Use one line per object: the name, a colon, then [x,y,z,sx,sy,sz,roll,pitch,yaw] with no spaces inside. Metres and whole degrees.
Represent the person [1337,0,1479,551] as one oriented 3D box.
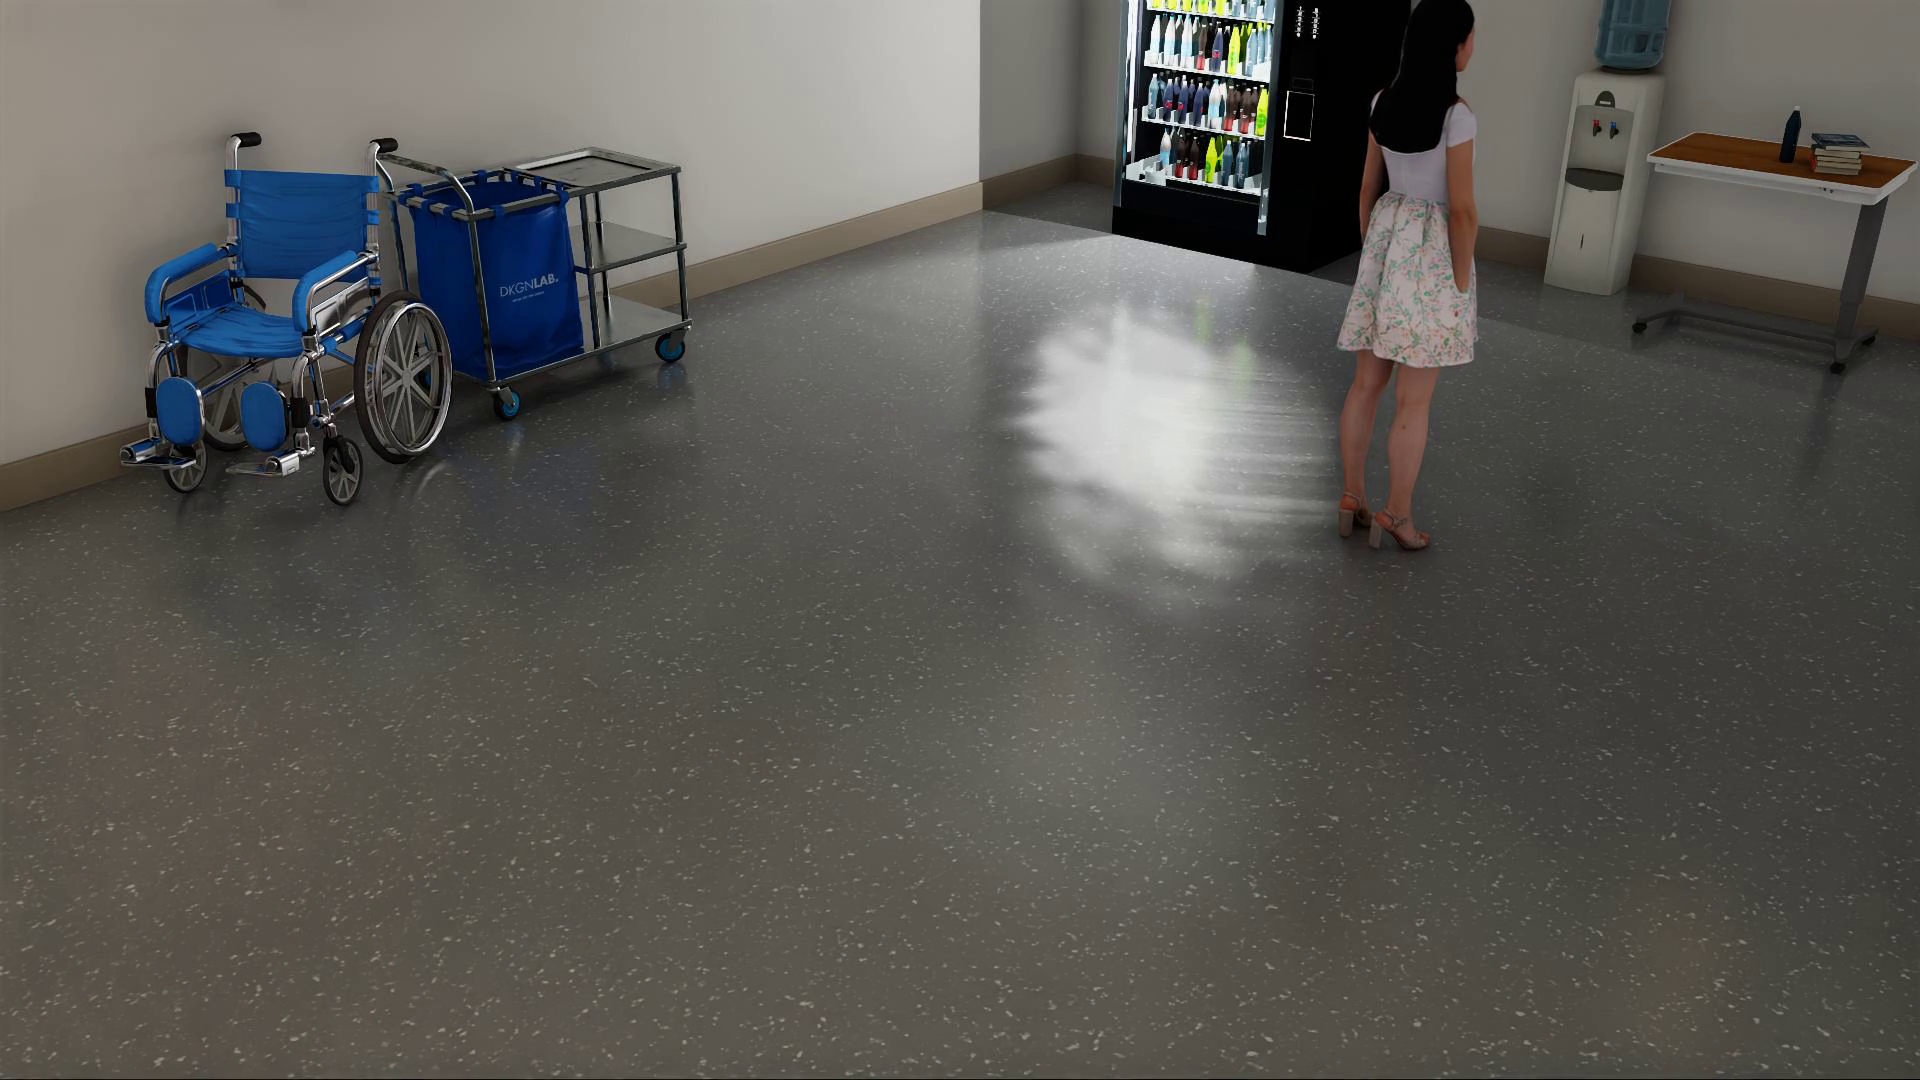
person: [1.436,-0.820,5.316,0.784,1.774,0.669,-16,30,-30]
